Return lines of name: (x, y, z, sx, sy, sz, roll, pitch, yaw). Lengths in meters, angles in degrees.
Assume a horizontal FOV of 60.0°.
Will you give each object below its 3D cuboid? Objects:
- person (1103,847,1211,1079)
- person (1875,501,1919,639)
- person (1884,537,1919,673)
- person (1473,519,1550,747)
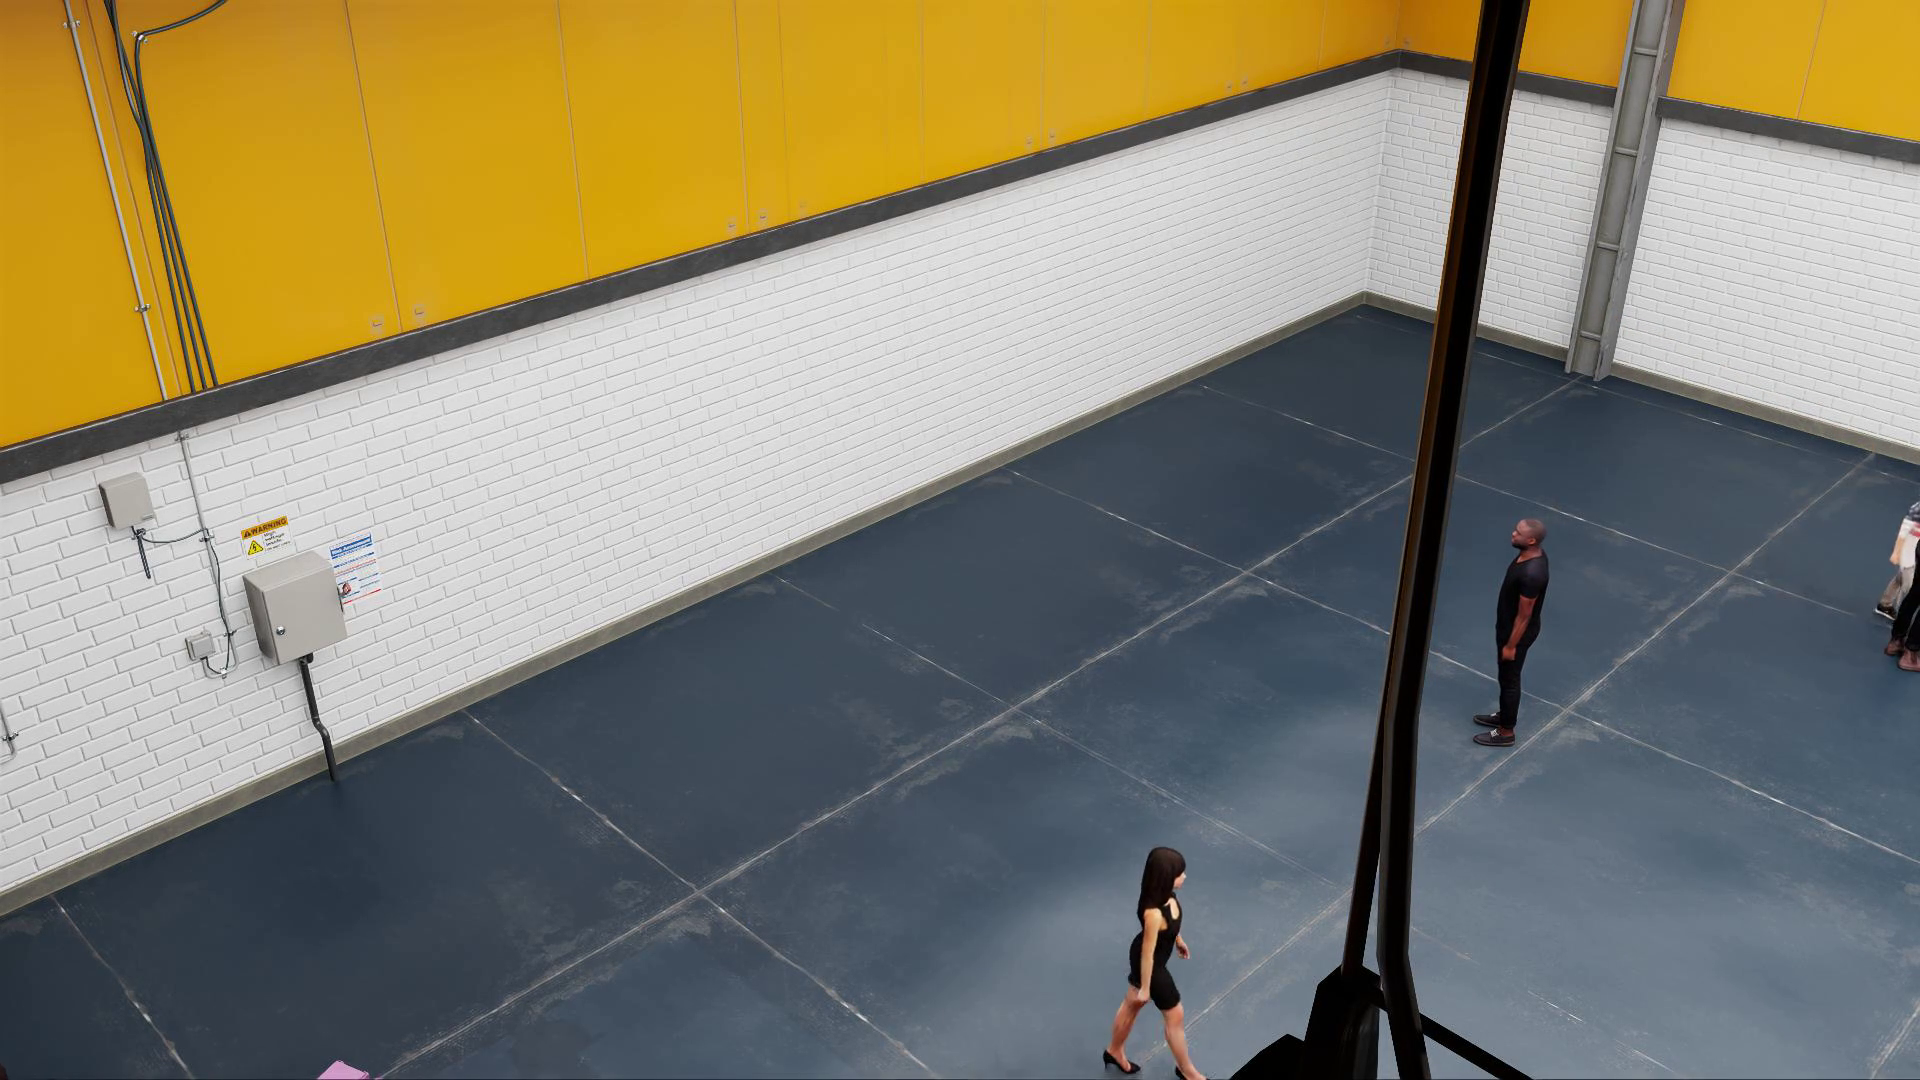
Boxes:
person: (0.962, 2.327, 9.088, 0.964, 1.625, 0.865, 3, 29, 5)
person: (7.704, 0.041, 13.490, 0.684, 1.423, 0.810, -13, 31, -23)
person: (7.562, 0.151, 12.858, 0.821, 1.836, 0.765, 0, 29, 1)
person: (3.997, 0.653, 11.954, 0.734, 1.820, 0.748, 8, 30, 14)
